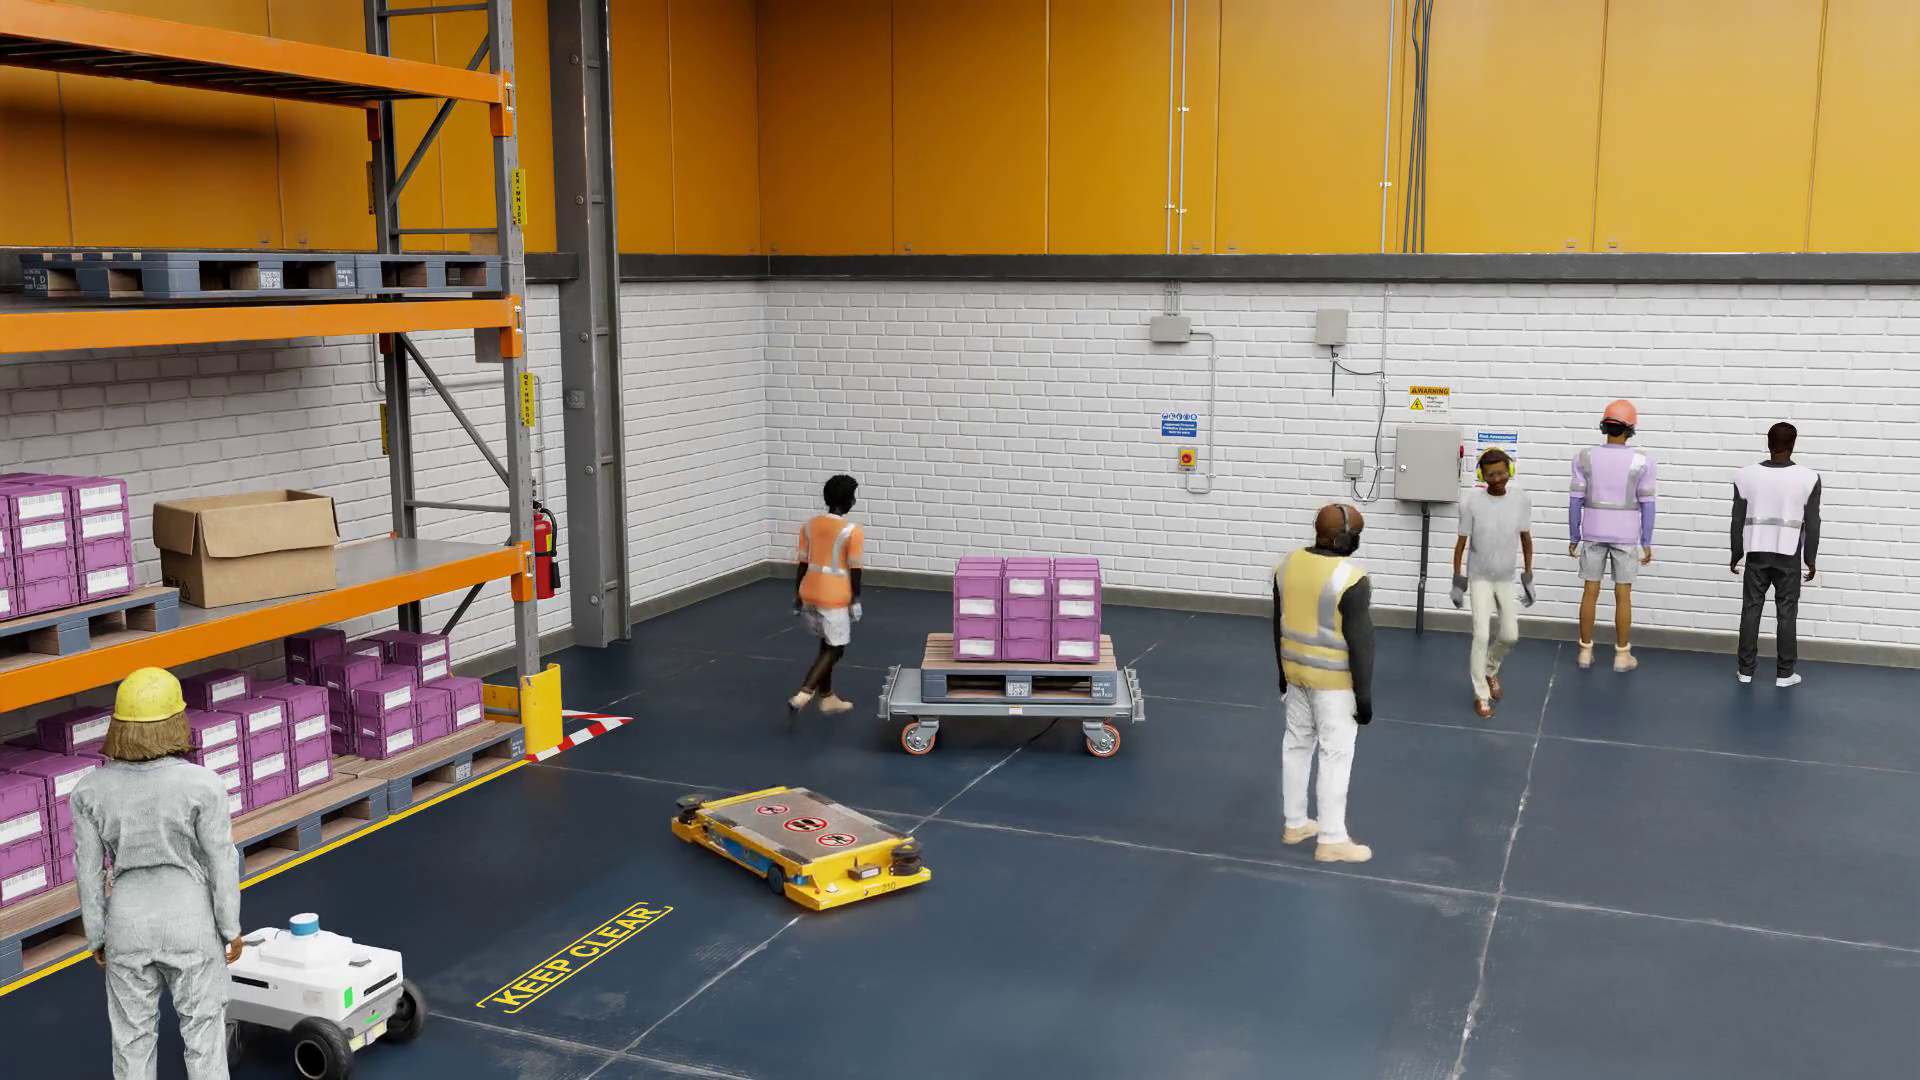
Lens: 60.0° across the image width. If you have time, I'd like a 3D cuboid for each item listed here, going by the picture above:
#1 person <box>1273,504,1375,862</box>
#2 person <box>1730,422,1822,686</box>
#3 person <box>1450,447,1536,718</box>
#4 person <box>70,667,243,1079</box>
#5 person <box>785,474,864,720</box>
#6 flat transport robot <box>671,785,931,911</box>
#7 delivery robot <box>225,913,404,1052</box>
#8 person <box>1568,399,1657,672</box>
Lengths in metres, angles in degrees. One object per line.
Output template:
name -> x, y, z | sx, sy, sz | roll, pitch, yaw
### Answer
person -> 1.880, 0.723, 8.569 | 0.430, 1.831, 0.650 | -6, 11, -30
person -> 5.881, 0.105, 12.033 | 0.588, 1.914, 0.392 | 6, 11, 34
person -> 3.601, 0.267, 11.291 | 0.564, 1.842, 0.575 | -1, 9, -3
person -> -2.612, 1.273, 5.471 | 0.492, 1.743, 0.296 | -1, 9, -9
person -> -0.938, 0.399, 10.989 | 0.639, 1.662, 0.543 | -9, 13, -44
flat transport robot -> -0.836, 1.516, 8.447 | 0.652, 0.197, 1.431 | -7, 12, -37
delivery robot -> -2.494, 1.672, 6.361 | 0.707, 0.478, 0.477 | 4, 10, 22
person -> 4.895, -0.032, 12.494 | 0.628, 2.039, 0.391 | 6, 11, 33
